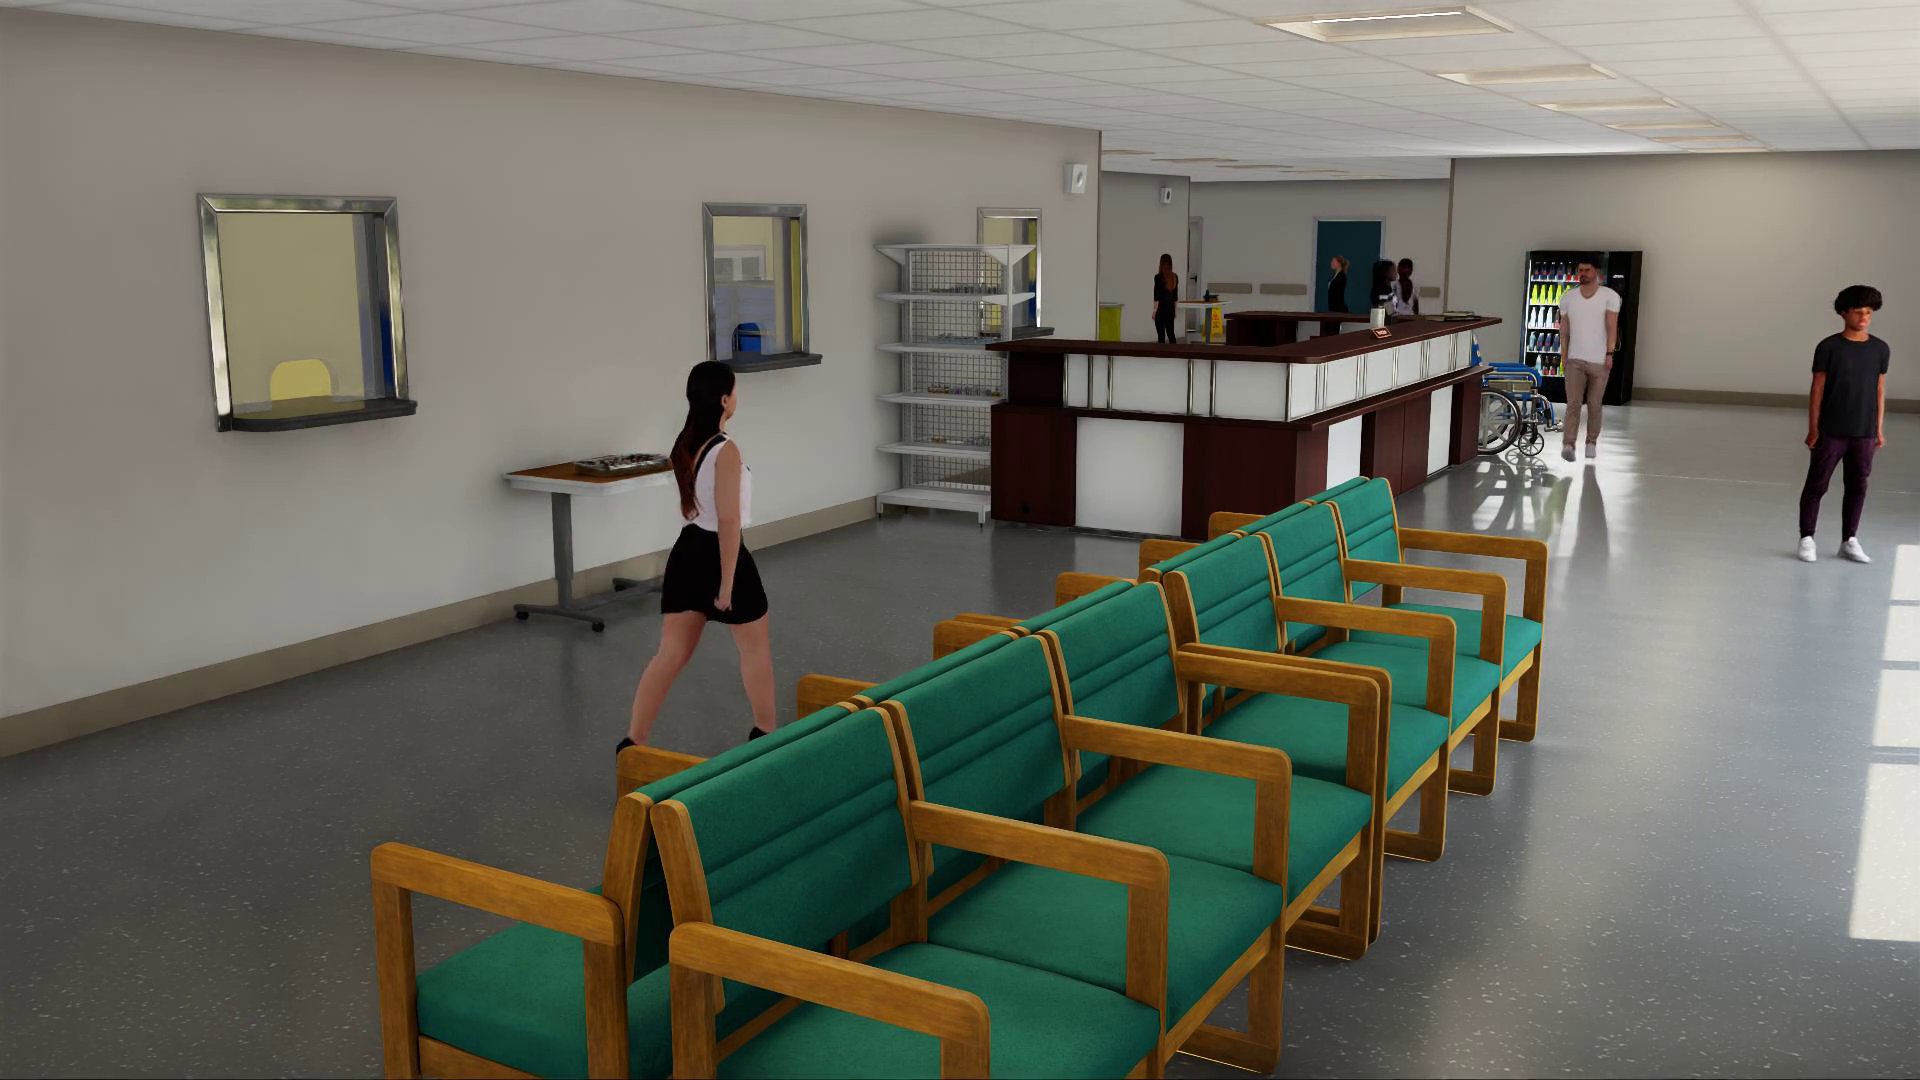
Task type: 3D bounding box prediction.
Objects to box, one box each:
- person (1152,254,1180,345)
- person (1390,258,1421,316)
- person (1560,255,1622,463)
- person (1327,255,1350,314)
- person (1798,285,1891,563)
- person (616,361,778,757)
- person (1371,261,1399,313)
[{"bbox_3d":[3.150,-3.522,25.486,0.684,1.713,0.680,-7,13,-31],"label":"person"},{"bbox_3d":[5.792,-2.792,21.648,0.788,1.708,0.848,-3,11,-15],"label":"person"},{"bbox_3d":[5.701,-1.592,15.016,1.132,1.825,0.732,6,12,28],"label":"person"},{"bbox_3d":[5.695,-3.343,24.676,1.146,1.663,0.995,-1,11,-4],"label":"person"},{"bbox_3d":[5.713,-0.756,10.730,0.637,1.779,0.769,1,11,6],"label":"person"},{"bbox_3d":[-1.026,0.165,6.340,1.065,1.607,0.720,9,14,38],"label":"person"},{"bbox_3d":[4.995,-2.452,19.884,1.201,1.699,0.838,3,11,13],"label":"person"}]
